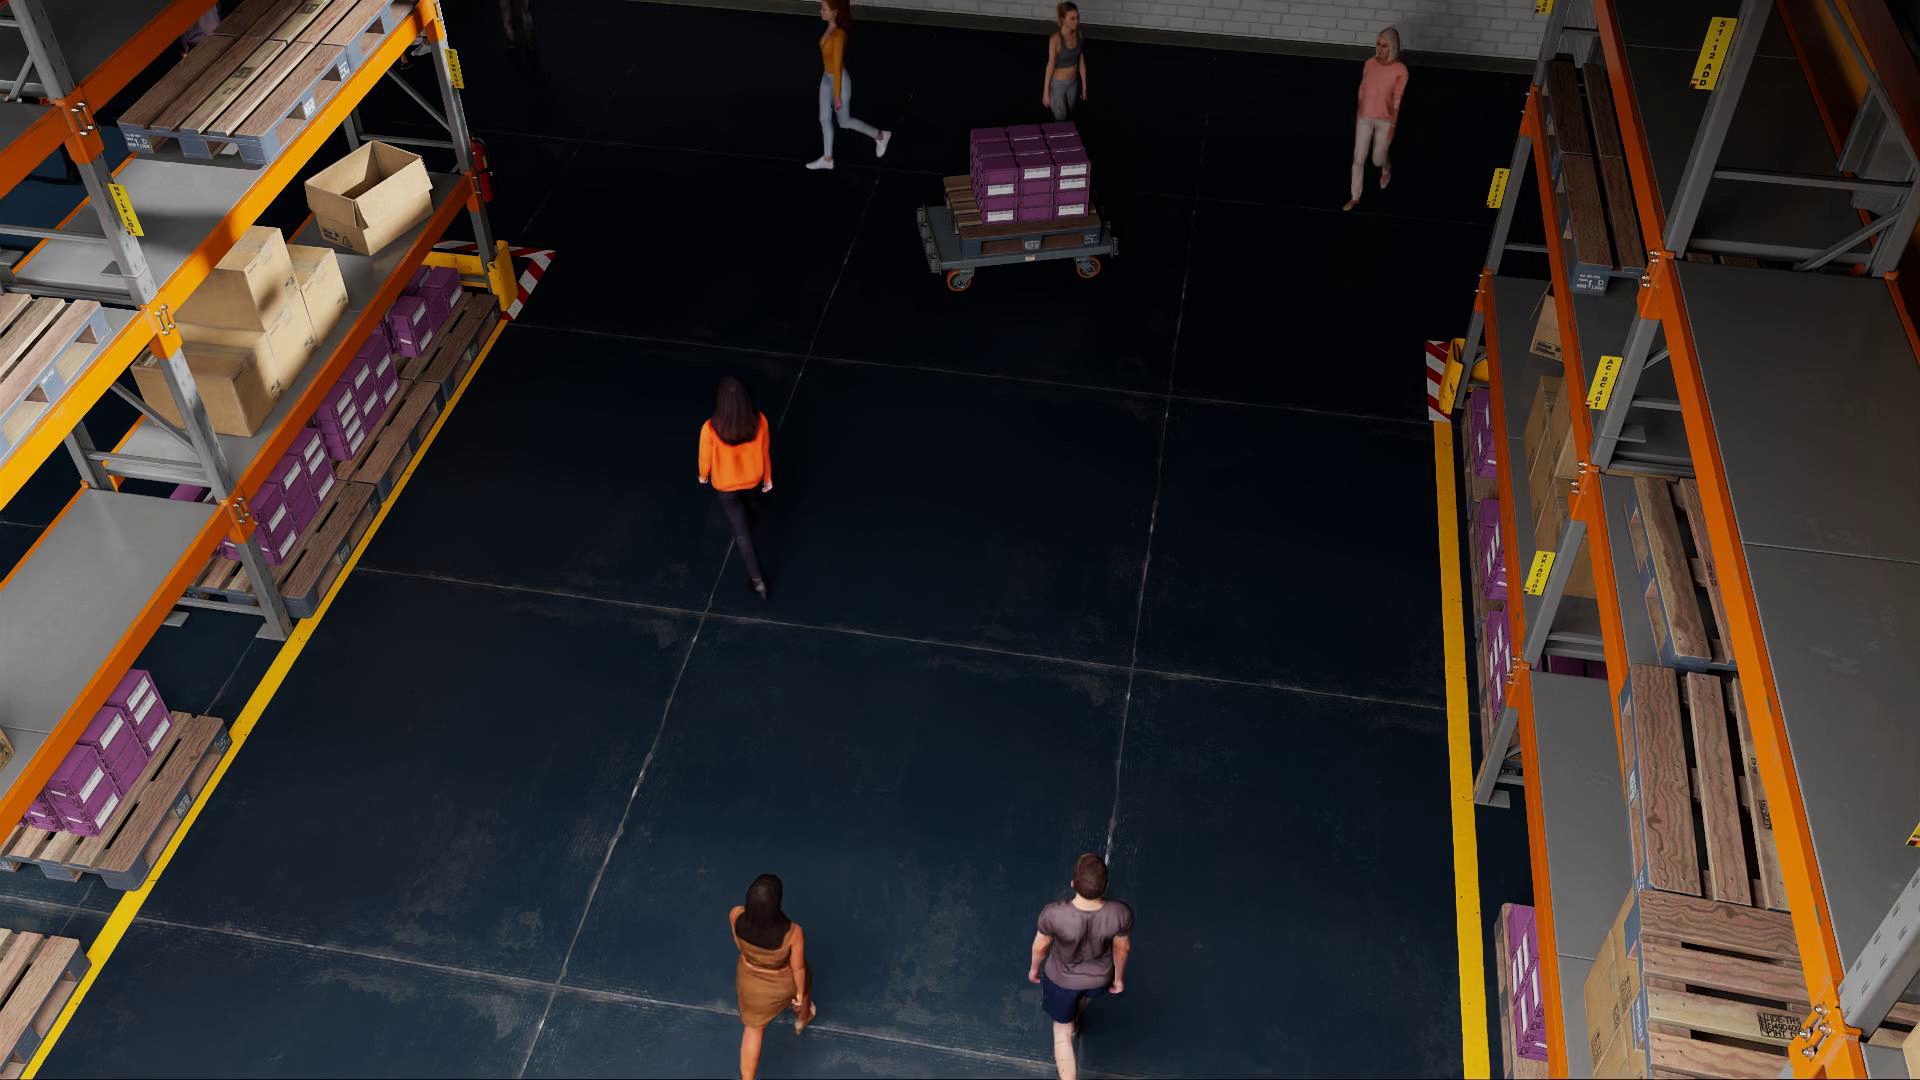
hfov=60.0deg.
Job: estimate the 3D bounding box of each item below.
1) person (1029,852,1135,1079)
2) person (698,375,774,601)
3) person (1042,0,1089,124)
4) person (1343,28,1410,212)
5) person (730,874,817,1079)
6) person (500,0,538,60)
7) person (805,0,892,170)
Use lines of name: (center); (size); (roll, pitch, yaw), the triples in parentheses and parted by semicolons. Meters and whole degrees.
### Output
person: (0.611, 2.283, 8.472); (0.906, 1.822, 1.247); (-6, 44, -6)
person: (-1.468, -0.327, 11.298); (1.068, 1.703, 1.189); (-21, 48, -21)
person: (0.892, -4.181, 15.349); (0.696, 1.695, 0.769); (-31, 52, -28)
person: (3.789, -3.804, 14.943); (0.838, 1.710, 0.993); (28, 50, 26)
person: (-1.005, 2.326, 8.549); (0.576, 1.653, 1.059); (8, 44, 8)
person: (-4.522, -5.708, 16.942); (0.743, 1.709, 0.804); (-21, 47, -20)
person: (-1.054, -4.199, 15.344); (0.958, 1.729, 1.083); (-10, 45, -11)
